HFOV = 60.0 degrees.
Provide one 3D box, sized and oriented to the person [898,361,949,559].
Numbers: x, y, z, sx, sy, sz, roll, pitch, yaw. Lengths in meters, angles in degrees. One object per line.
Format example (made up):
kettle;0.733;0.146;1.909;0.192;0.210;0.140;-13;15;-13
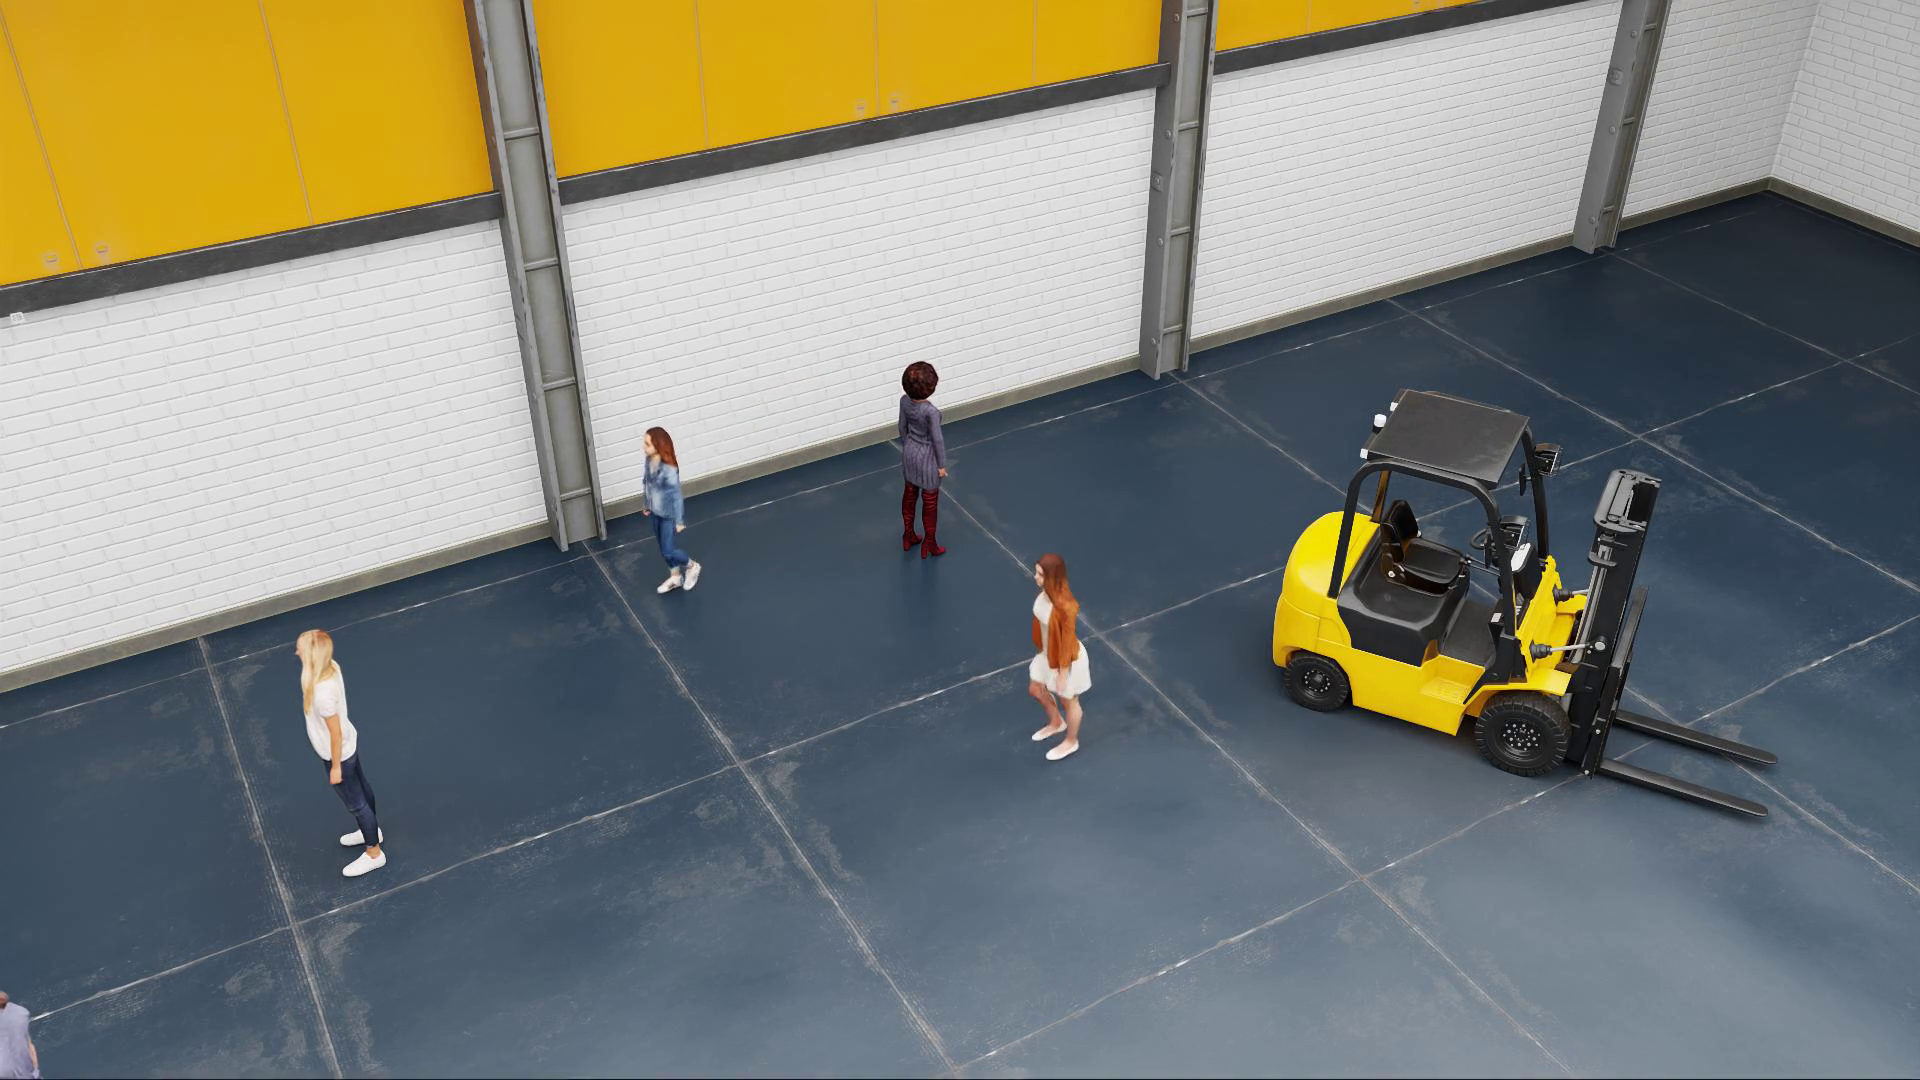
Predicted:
person;-0.311;-0.642;13.301;0.651;1.710;0.607;27;42;35

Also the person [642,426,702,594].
person;-2.227;-0.244;12.918;0.631;1.470;0.626;-25;41;-33

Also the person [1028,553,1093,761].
person;0.759;0.759;11.200;0.604;1.702;0.625;-18;37;-25

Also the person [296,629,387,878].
person;-3.832;1.292;10.302;0.560;1.809;0.626;-11;35;-16
